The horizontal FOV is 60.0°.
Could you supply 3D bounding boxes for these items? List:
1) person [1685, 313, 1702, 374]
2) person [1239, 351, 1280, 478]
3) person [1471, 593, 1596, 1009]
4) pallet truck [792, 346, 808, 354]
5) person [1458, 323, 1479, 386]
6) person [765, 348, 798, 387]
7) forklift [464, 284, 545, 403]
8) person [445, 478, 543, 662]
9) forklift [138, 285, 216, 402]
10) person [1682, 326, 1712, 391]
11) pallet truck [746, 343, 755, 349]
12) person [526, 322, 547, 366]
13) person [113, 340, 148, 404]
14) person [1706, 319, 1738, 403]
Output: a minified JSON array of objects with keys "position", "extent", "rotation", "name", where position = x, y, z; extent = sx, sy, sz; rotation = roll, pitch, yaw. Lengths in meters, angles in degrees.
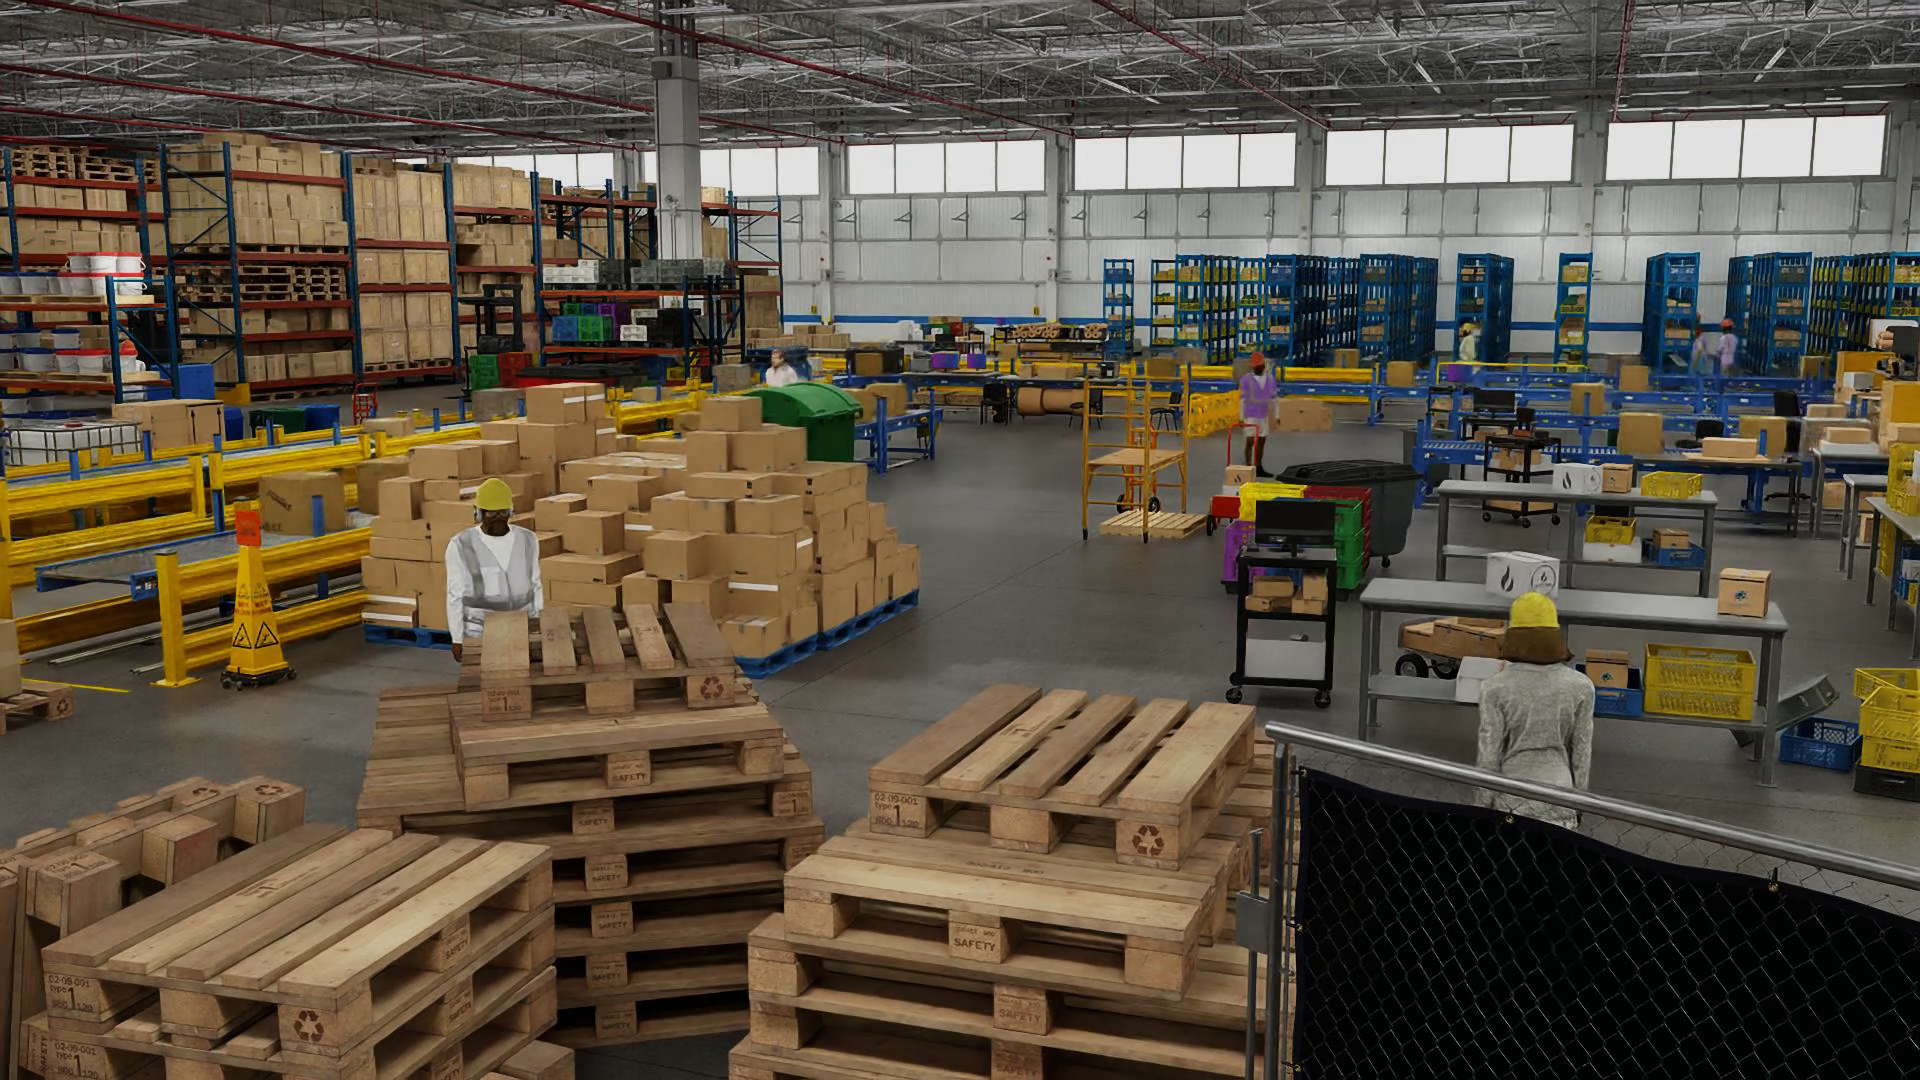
[{"position":[21.356,-5.670,48.641],"extent":[1.024,1.955,0.626],"rotation":[9,13,43],"name":"person"},{"position":[4.470,-1.852,24.764],"extent":[0.643,1.919,0.423],"rotation":[-3,10,-18],"name":"person"},{"position":[2.358,1.079,6.898],"extent":[0.483,1.736,0.312],"rotation":[0,9,-2],"name":"person"},{"position":[-3.705,-4.298,42.022],"extent":[0.653,1.274,1.630],"rotation":[3,10,20],"name":"pallet truck"},{"position":[12.993,-4.644,42.560],"extent":[0.466,1.820,0.615],"rotation":[0,9,2],"name":"person"},{"position":[-2.848,-2.161,26.840],"extent":[0.646,1.872,0.873],"rotation":[6,11,32],"name":"person"},{"position":[-10.832,-4.702,39.610],"extent":[1.129,2.768,1.873],"rotation":[3,10,20],"name":"forklift"},{"position":[-2.778,0.533,10.024],"extent":[0.601,1.830,0.404],"rotation":[-7,11,-36],"name":"person"},{"position":[-17.480,-4.200,36.461],"extent":[1.873,2.768,1.129],"rotation":[3,10,19],"name":"forklift"},{"position":[18.156,-4.372,40.981],"extent":[0.991,1.781,0.580],"rotation":[2,9,14],"name":"person"},{"position":[-6.183,-4.618,44.264],"extent":[1.601,1.201,0.680],"rotation":[-9,12,-43],"name":"pallet truck"},{"position":[-10.783,-4.635,42.407],"extent":[0.650,1.858,0.991],"rotation":[6,11,35],"name":"person"},{"position":[-14.106,-2.434,28.321],"extent":[0.356,1.936,0.551],"rotation":[9,12,43],"name":"person"},{"position":[18.005,-4.170,38.989],"extent":[0.613,2.020,0.844],"rotation":[-8,12,-41],"name":"person"}]
